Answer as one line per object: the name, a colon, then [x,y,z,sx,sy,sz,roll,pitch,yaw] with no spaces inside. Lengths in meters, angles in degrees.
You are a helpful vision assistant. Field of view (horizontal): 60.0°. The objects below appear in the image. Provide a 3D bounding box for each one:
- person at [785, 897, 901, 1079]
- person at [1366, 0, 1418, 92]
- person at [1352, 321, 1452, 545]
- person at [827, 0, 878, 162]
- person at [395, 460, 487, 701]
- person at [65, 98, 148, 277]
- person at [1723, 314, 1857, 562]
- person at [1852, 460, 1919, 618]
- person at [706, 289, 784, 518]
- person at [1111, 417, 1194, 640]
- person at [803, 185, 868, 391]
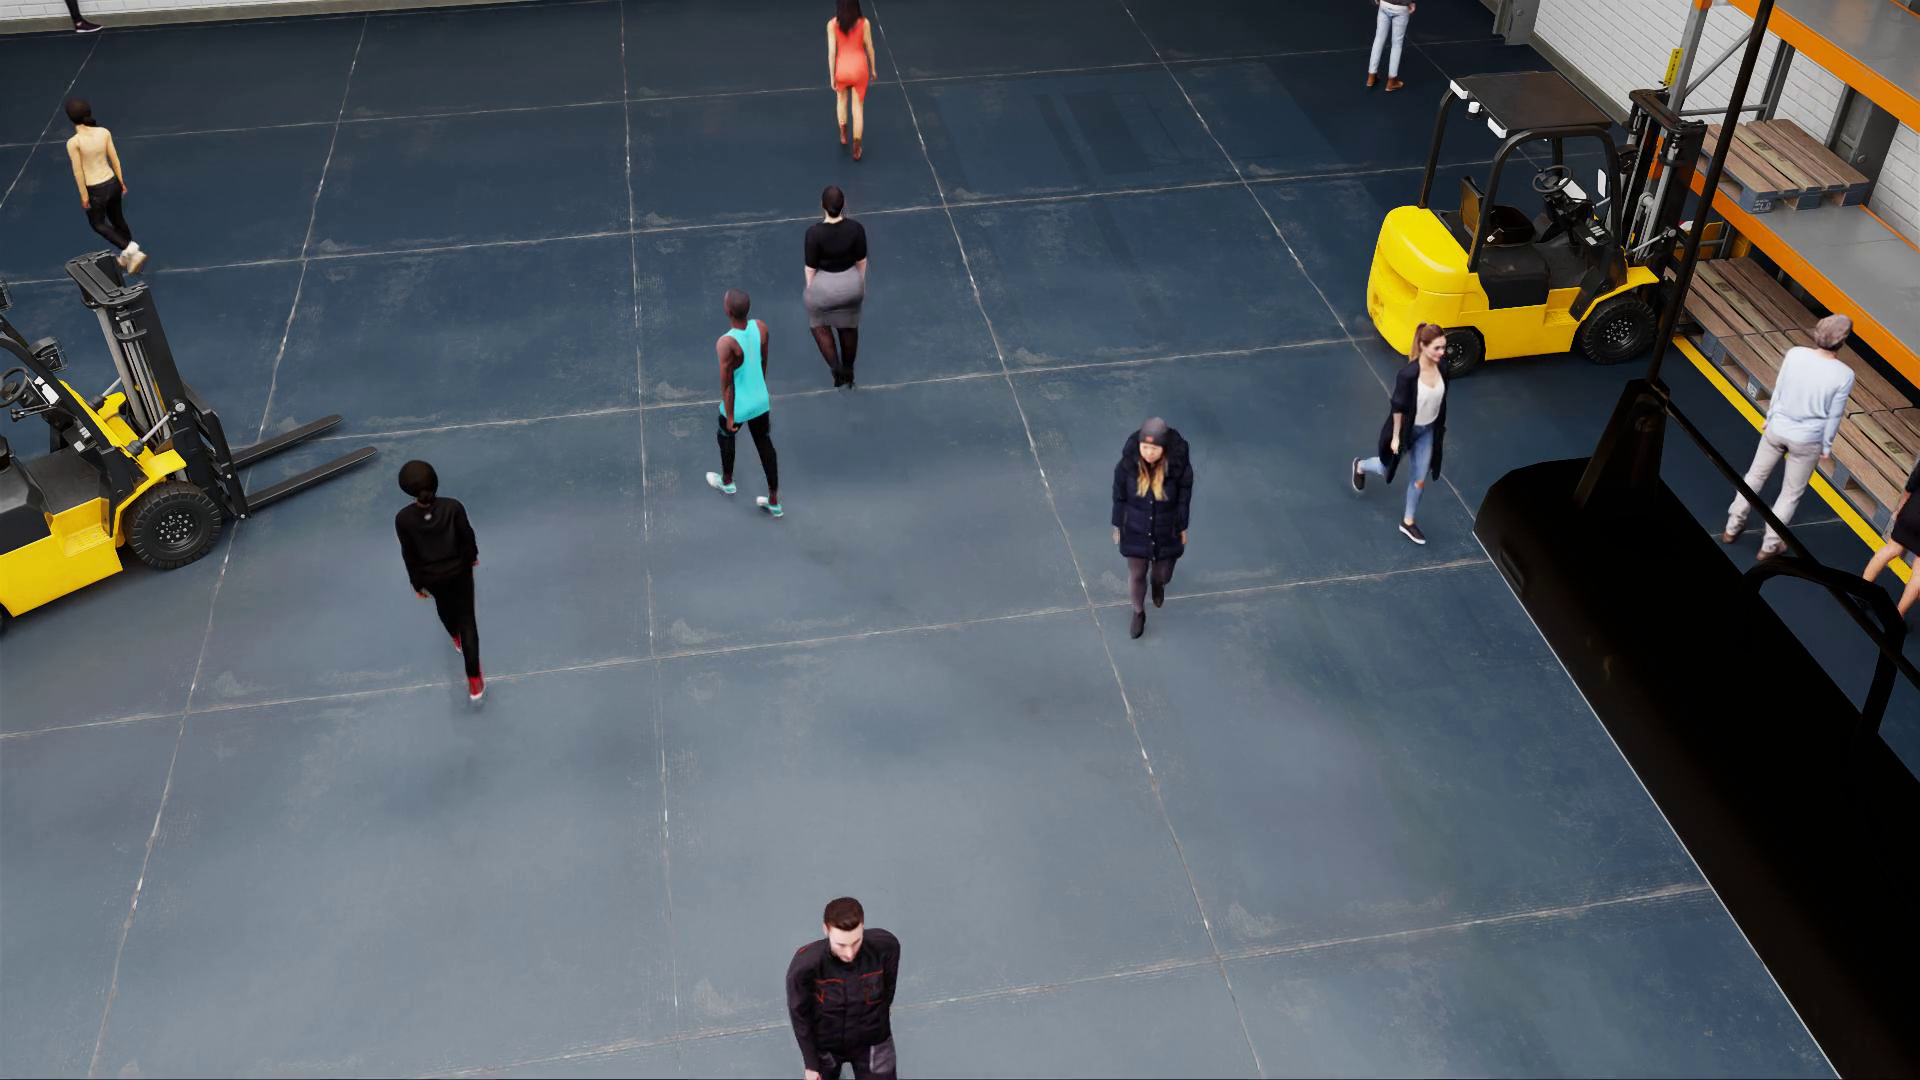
person: [-0.550,2.232,7.732,0.731,1.873,1.176,-8,39,-10]
person: [4.633,-5.712,17.710,0.702,1.835,0.788,27,46,30]
person: [3.121,-0.808,11.711,0.722,1.659,1.069,-12,40,-15]
person: [-1.063,-4.544,16.357,0.684,1.699,0.827,1,39,1]
person: [-3.195,0.259,10.388,0.620,1.642,1.092,-8,39,-10]
person: [-7.438,-3.045,14.523,0.885,1.645,0.838,19,42,23]
person: [5.718,-0.710,11.406,0.786,1.887,0.662,-27,46,-29]
person: [6.275,-0.078,10.791,0.733,1.666,0.615,-30,47,-32]
person: [-1.444,-0.912,11.739,0.945,1.786,1.067,-31,48,-33]
person: [1.256,-0.130,10.854,0.804,1.670,0.876,7,39,8]
person: [-0.945,-1.901,13.007,0.735,1.748,0.785,-13,40,-16]
